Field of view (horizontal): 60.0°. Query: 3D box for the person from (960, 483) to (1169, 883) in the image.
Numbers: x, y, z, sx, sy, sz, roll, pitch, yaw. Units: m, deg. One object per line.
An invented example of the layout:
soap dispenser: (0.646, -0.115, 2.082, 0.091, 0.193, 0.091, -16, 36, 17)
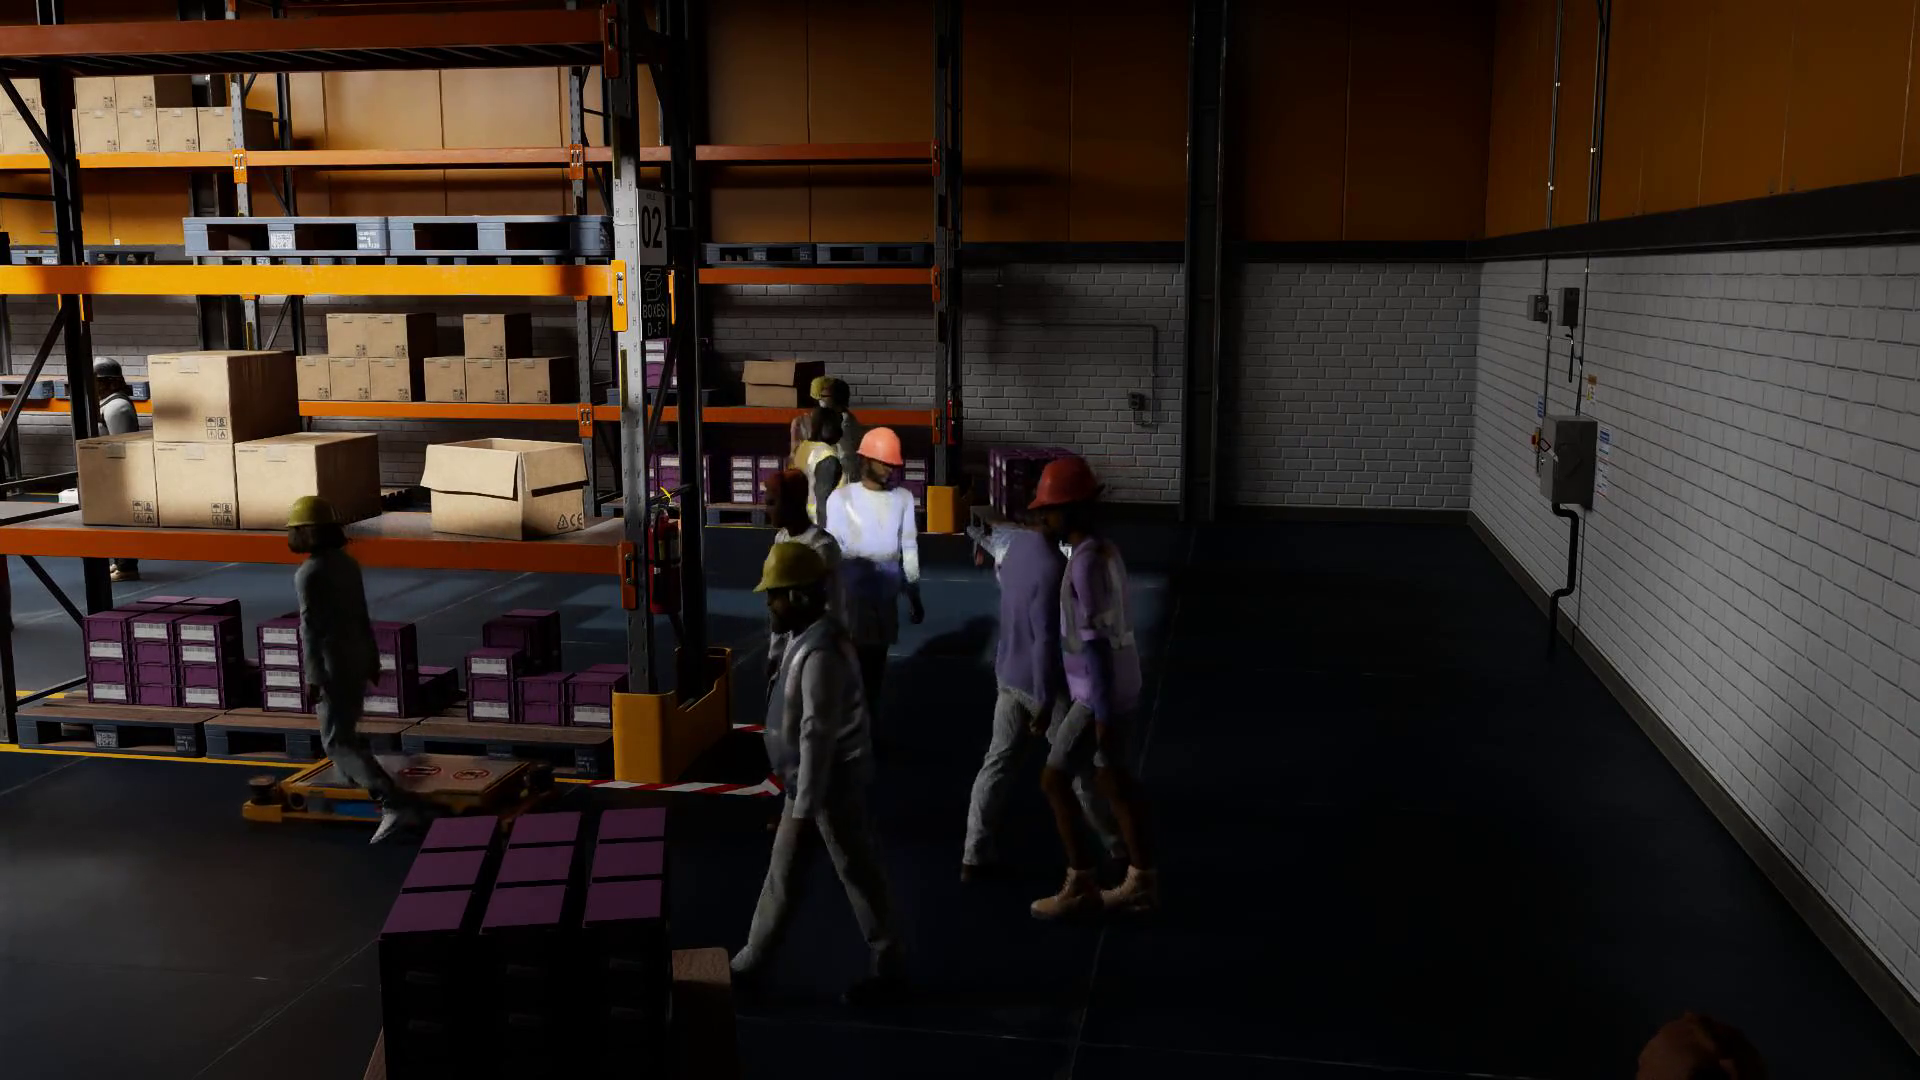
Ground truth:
person: (0.450, 0.644, 7.614, 1.017, 1.874, 0.629, -3, 10, -20)

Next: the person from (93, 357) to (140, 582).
person: (-7.708, -0.642, 15.067, 0.537, 2.000, 0.683, -5, 10, -28)

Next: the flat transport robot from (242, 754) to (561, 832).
flat transport robot: (-2.866, 1.285, 8.585, 1.431, 0.197, 0.652, 1, 9, 9)

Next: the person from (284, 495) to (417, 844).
person: (-3.004, 0.630, 8.219, 0.662, 1.705, 0.511, 1, 9, 9)

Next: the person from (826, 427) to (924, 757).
person: (-0.480, 0.305, 9.557, 0.558, 1.918, 0.489, -6, 11, -32)

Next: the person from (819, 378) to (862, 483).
person: (-0.964, -0.351, 13.581, 0.352, 1.937, 0.635, -1, 9, -5)

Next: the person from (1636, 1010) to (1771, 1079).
person: (1.173, 1.550, 2.752, 0.504, 1.629, 0.275, 4, 10, 22)

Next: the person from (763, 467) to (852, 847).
person: (-0.758, 0.572, 8.140, 0.509, 1.861, 0.583, -6, 11, -34)

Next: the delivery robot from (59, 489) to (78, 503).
delivery robot: (-9.400, -0.442, 18.132, 0.707, 0.478, 0.477, -3, 10, -16)

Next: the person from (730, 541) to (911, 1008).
person: (-0.598, 0.904, 6.256, 0.900, 1.773, 0.715, -2, 9, -12)

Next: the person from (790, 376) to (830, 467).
person: (-1.208, -0.528, 14.834, 0.615, 1.894, 0.757, -2, 9, -9)

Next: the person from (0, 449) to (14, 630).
person: (-7.623, -0.274, 12.926, 0.392, 1.995, 0.612, -5, 10, -28)

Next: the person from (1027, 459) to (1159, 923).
person: (0.570, 0.655, 7.165, 0.650, 1.999, 0.638, 2, 9, 10)

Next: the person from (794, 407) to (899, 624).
person: (-0.972, -0.111, 12.542, 0.960, 1.790, 0.622, -4, 10, -26)
